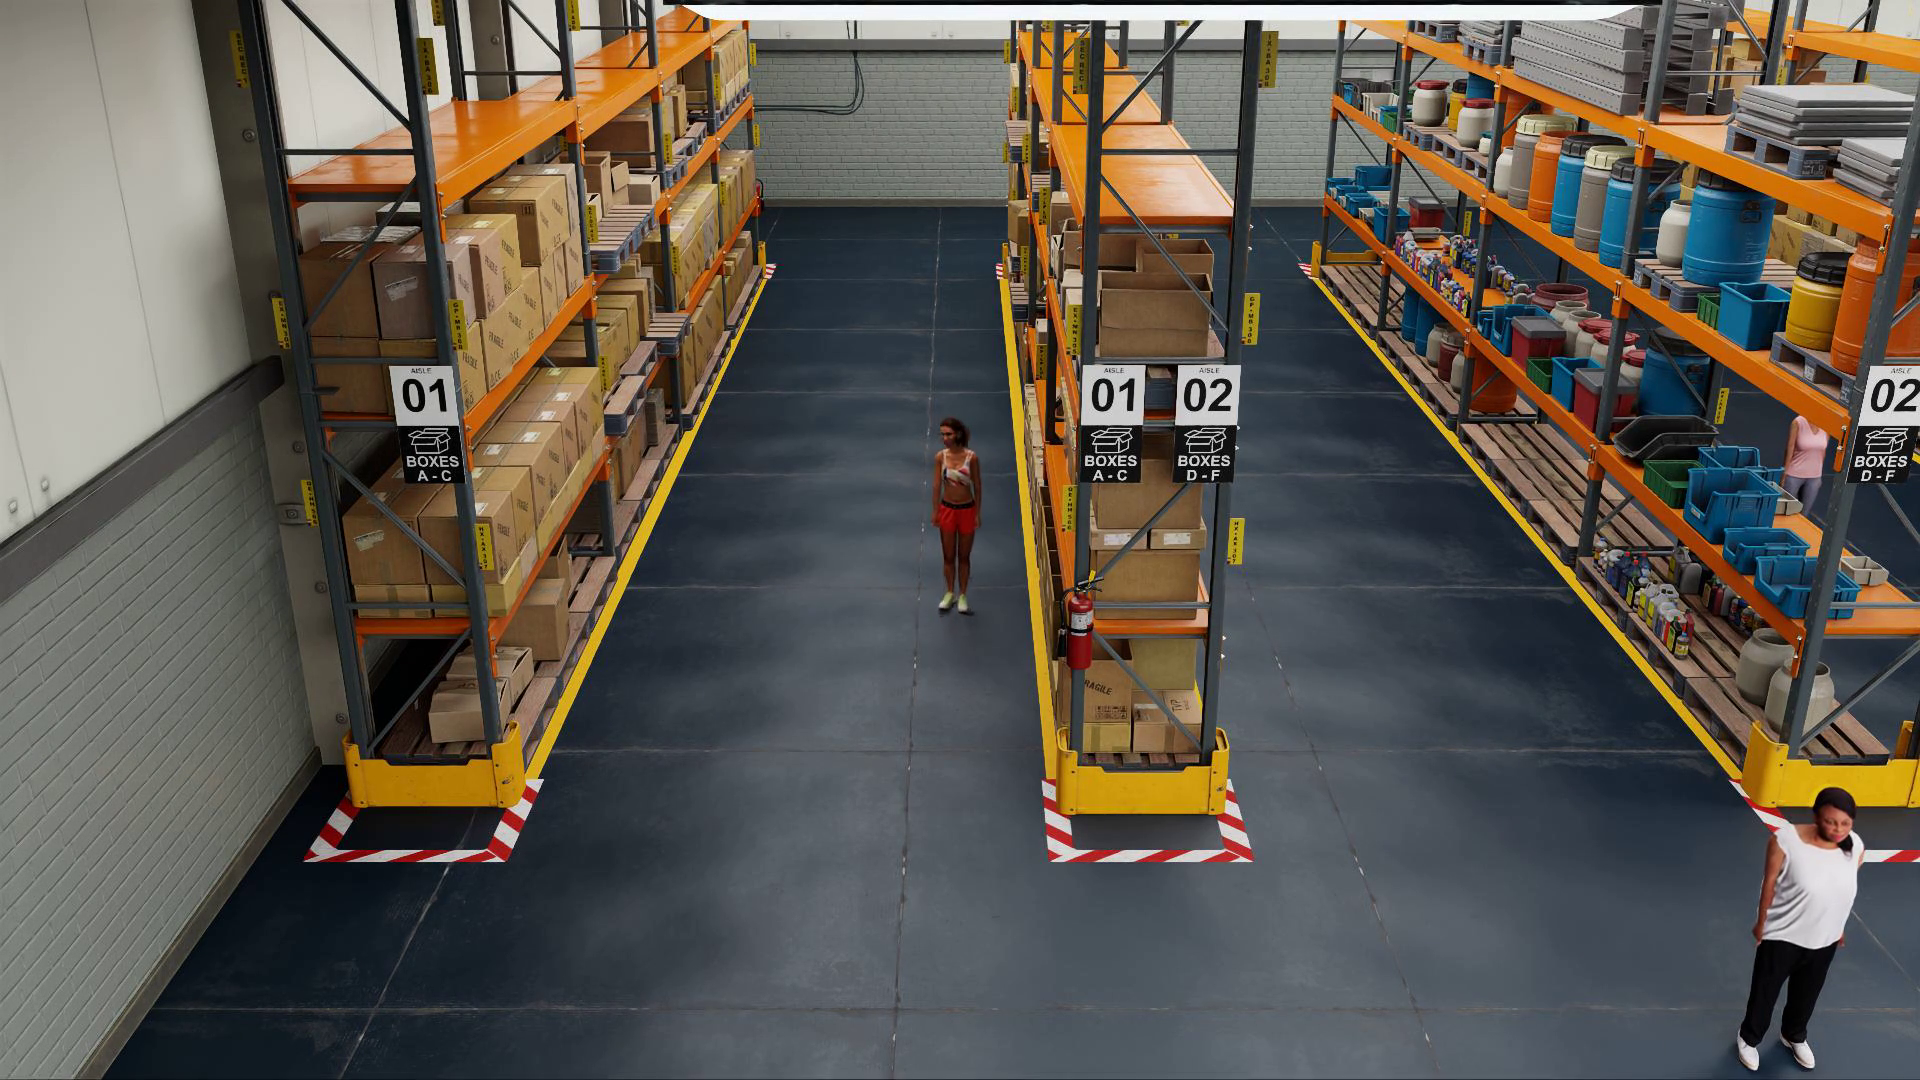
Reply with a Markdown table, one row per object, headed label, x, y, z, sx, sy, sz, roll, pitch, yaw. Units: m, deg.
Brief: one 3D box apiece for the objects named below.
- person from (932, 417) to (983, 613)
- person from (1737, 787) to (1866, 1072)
| label | x | y | z | sx | sy | sz | roll | pitch | yaw |
| --- | --- | --- | --- | --- | --- | --- | --- | --- | --- |
| person | -0.006 | -0.209 | 14.360 | 0.631 | 1.775 | 0.613 | 1 | 22 | 2 |
| person | 4.526 | 2.067 | 8.911 | 0.643 | 1.687 | 0.596 | 1 | 22 | 2 |
